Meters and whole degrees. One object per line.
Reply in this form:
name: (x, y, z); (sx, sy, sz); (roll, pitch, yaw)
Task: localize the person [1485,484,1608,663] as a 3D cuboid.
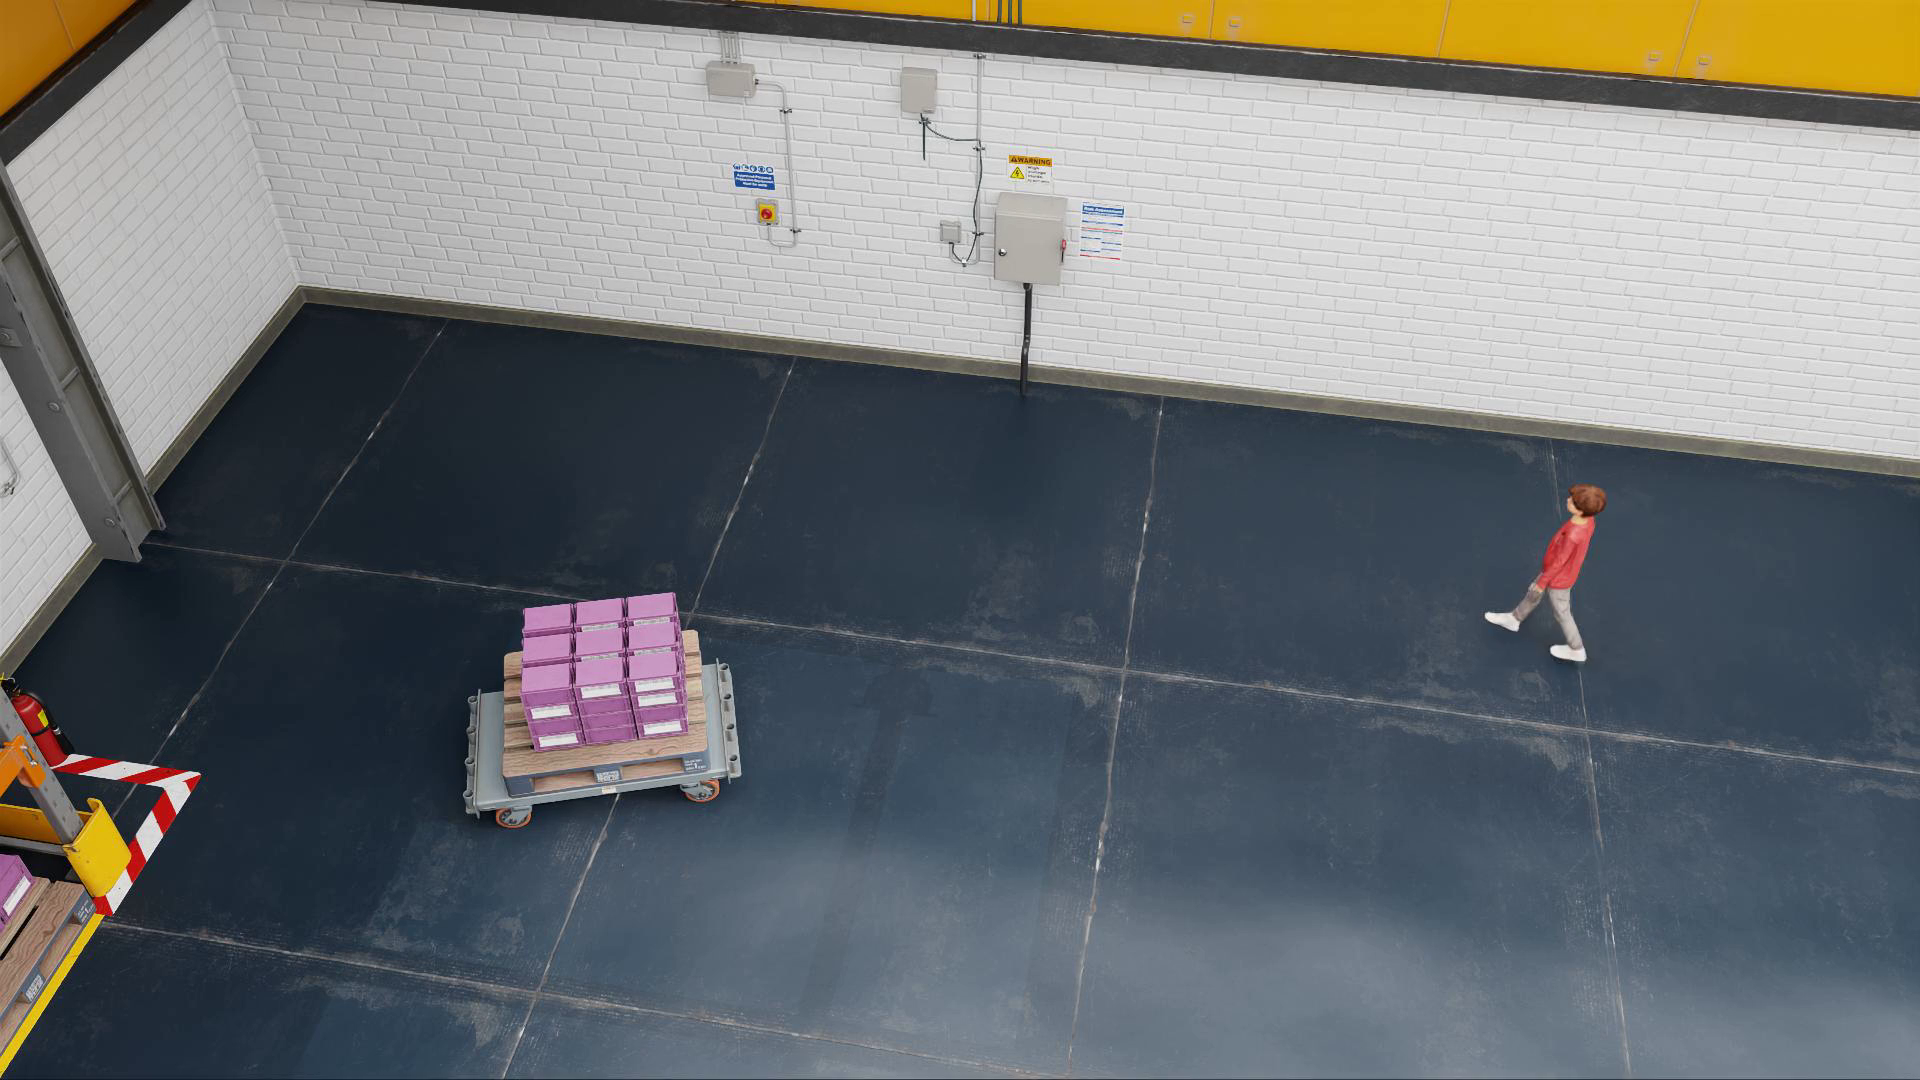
person: (3.960, 0.240, 10.764); (0.806, 1.386, 0.940); (23, 48, 23)
